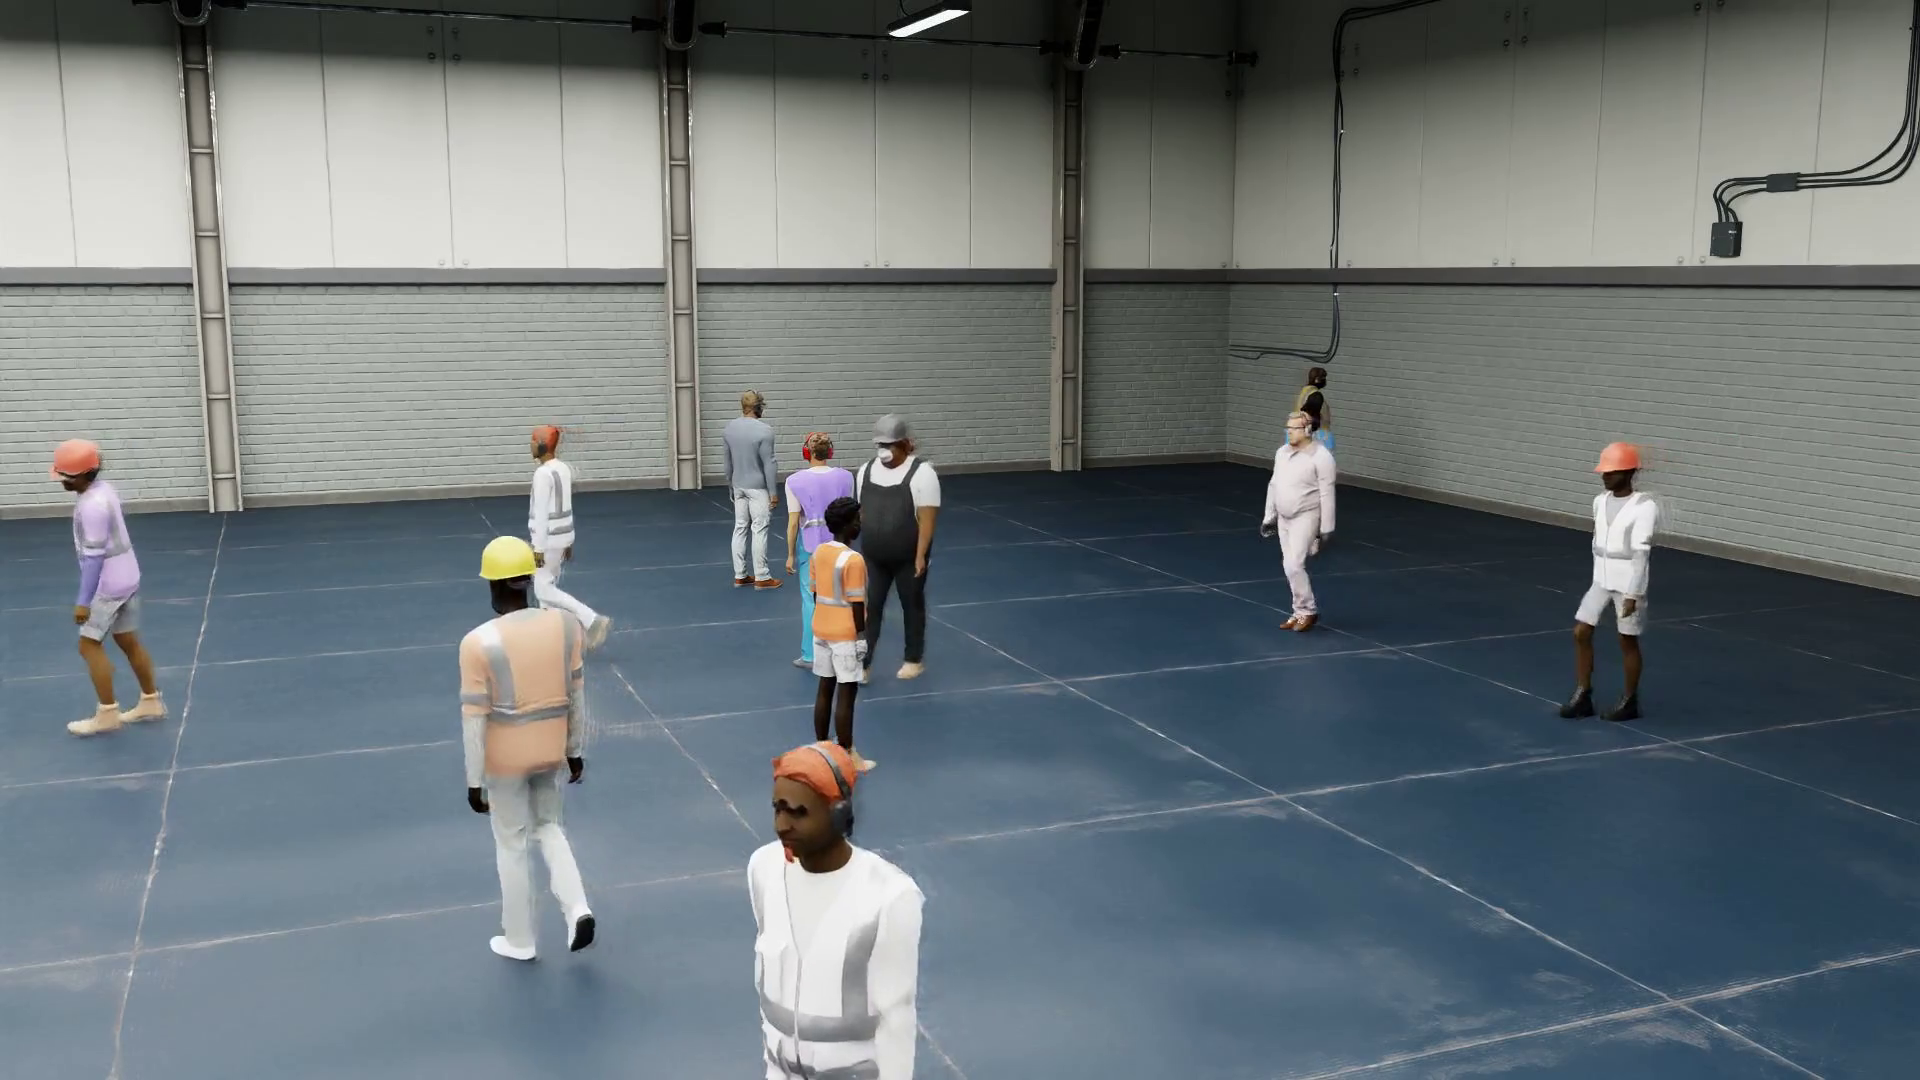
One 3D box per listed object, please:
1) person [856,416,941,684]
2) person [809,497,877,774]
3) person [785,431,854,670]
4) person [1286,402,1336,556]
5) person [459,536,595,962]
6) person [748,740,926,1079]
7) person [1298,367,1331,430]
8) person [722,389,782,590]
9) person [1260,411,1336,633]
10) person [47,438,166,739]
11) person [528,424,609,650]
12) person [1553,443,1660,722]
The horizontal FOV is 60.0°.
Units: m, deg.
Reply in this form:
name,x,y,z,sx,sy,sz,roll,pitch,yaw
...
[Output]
name,x,y,z,sx,sy,sz,roll,pitch,yaw
person,-0.524,0.074,12.254,0.692,2.000,0.936,3,10,19
person,-0.726,0.575,10.168,0.320,1.698,0.537,-6,11,-34
person,-1.071,0.085,12.788,0.567,1.846,0.389,-5,10,-29
person,3.816,-0.690,18.187,0.554,1.673,0.566,2,9,10
person,-1.887,0.932,7.243,0.512,1.915,0.603,8,12,42
person,-0.370,1.441,4.247,0.580,1.858,0.669,6,11,32
person,4.659,-1.359,21.902,0.437,1.831,0.675,0,9,2
person,-2.003,-0.484,16.076,0.635,1.937,0.359,7,11,35
person,2.849,-0.151,14.133,0.474,1.890,0.653,-4,10,-24
person,-5.622,0.308,10.924,0.639,1.988,0.651,-4,10,-21
person,-3.153,0.015,13.154,0.651,1.867,0.579,0,9,2
person,4.357,0.308,11.197,0.722,1.914,0.546,-4,10,-26
